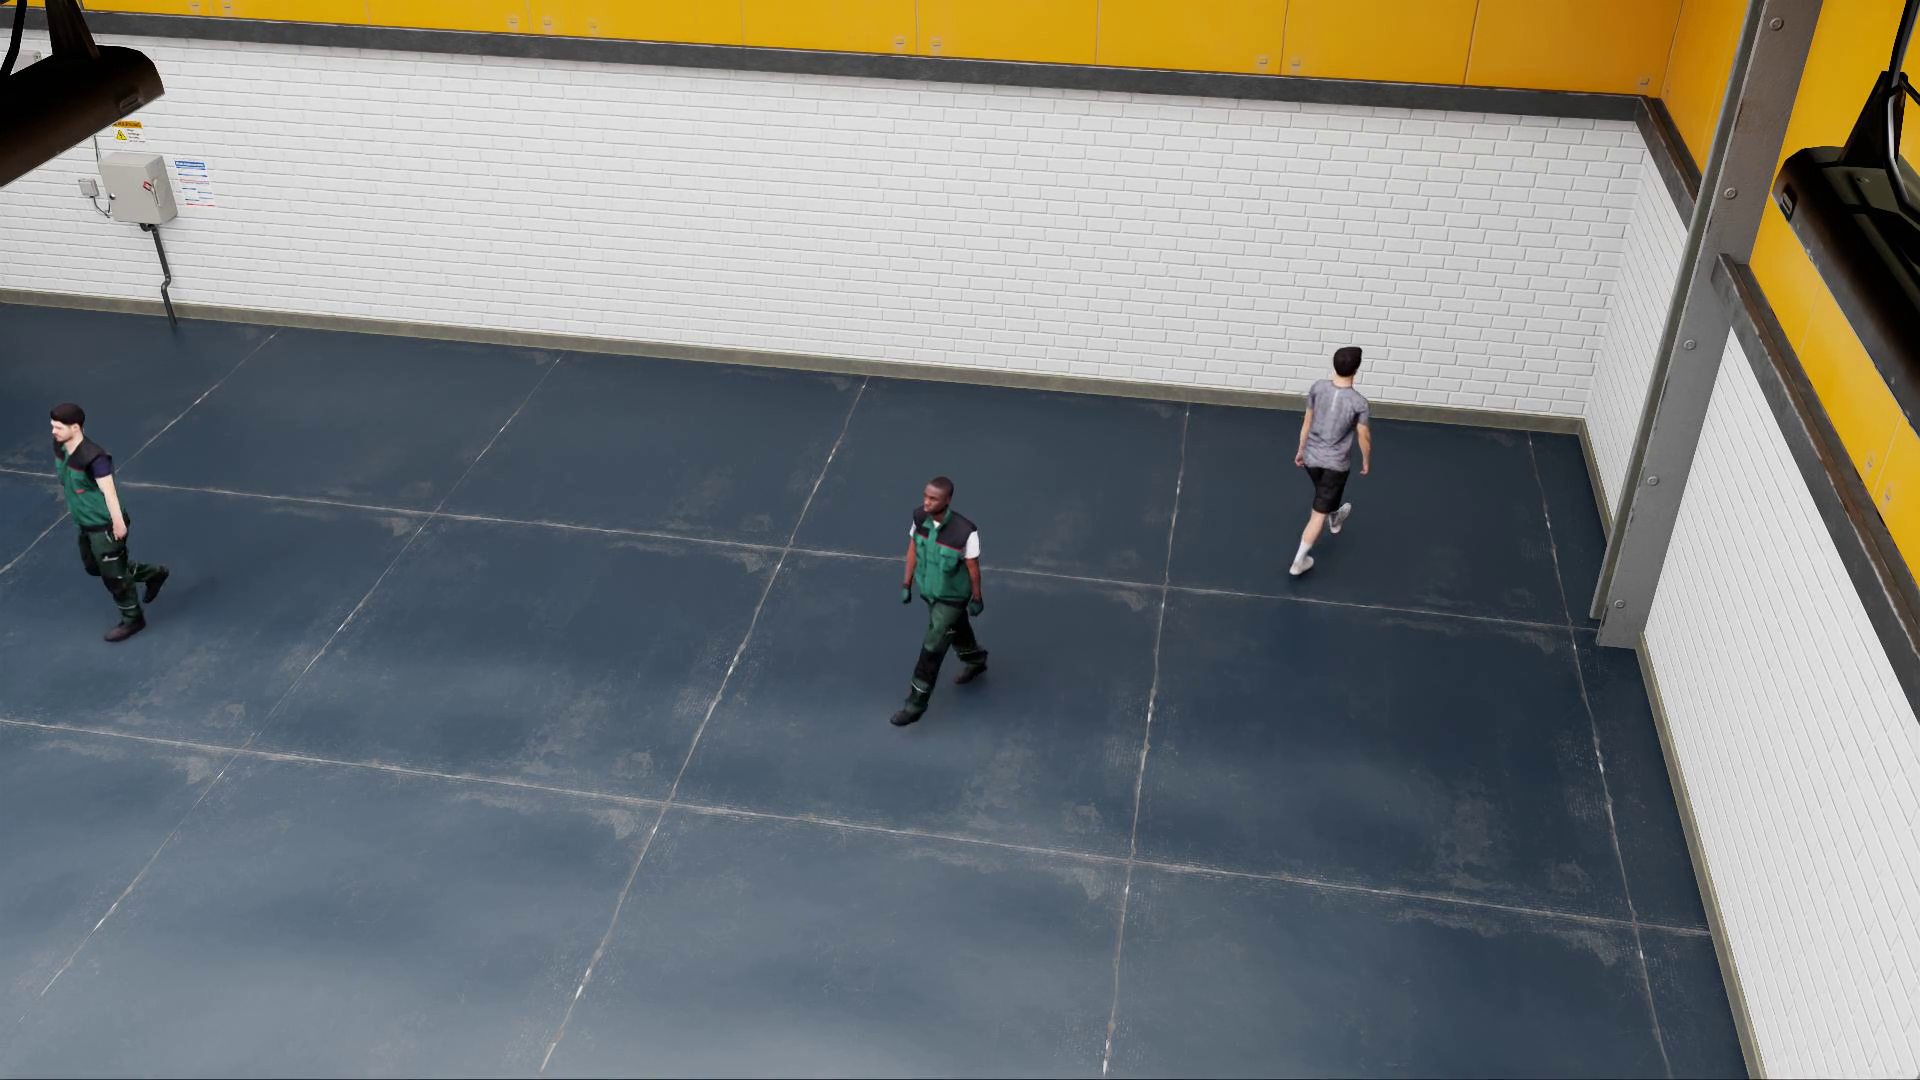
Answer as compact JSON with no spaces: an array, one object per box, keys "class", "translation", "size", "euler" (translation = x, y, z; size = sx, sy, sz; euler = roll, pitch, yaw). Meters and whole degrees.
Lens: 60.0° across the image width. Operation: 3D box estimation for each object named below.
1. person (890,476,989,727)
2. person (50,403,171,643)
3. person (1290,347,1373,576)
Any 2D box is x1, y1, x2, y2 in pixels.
[{"class":"person","translation":[-0.050,0.338,11.204],"size":[1.119,1.779,1.315],"euler":[27,42,34]},{"class":"person","translation":[-6.074,-0.189,11.898],"size":[0.891,1.888,1.004],"euler":[23,40,30]},{"class":"person","translation":[2.717,-0.554,12.501],"size":[1.085,1.828,1.263],"euler":[27,42,34]}]
